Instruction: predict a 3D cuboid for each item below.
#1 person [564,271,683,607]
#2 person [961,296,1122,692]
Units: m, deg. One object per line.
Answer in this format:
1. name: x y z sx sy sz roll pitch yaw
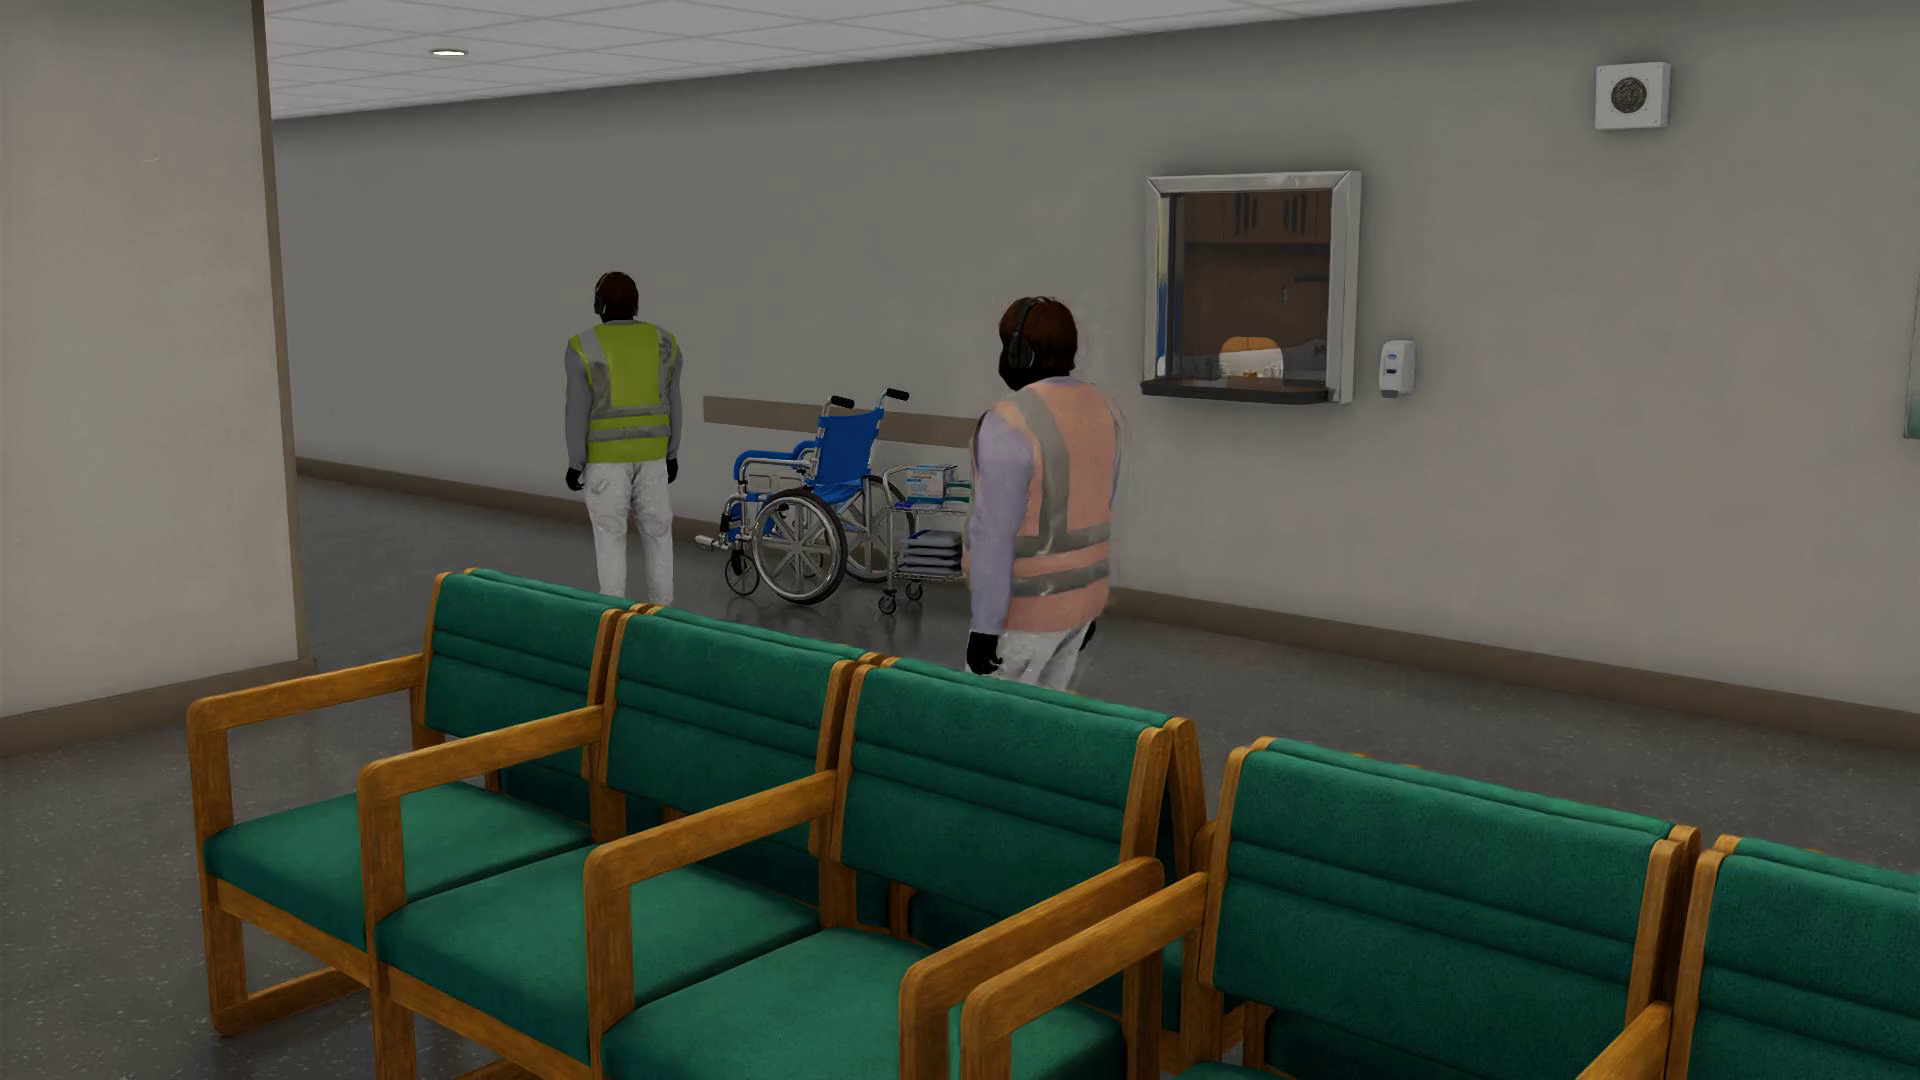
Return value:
1. person: -1.696 -0.418 8.361 0.621 1.845 0.429 -7 12 -34
2. person: 0.258 0.197 4.918 0.528 1.820 0.637 7 12 33
